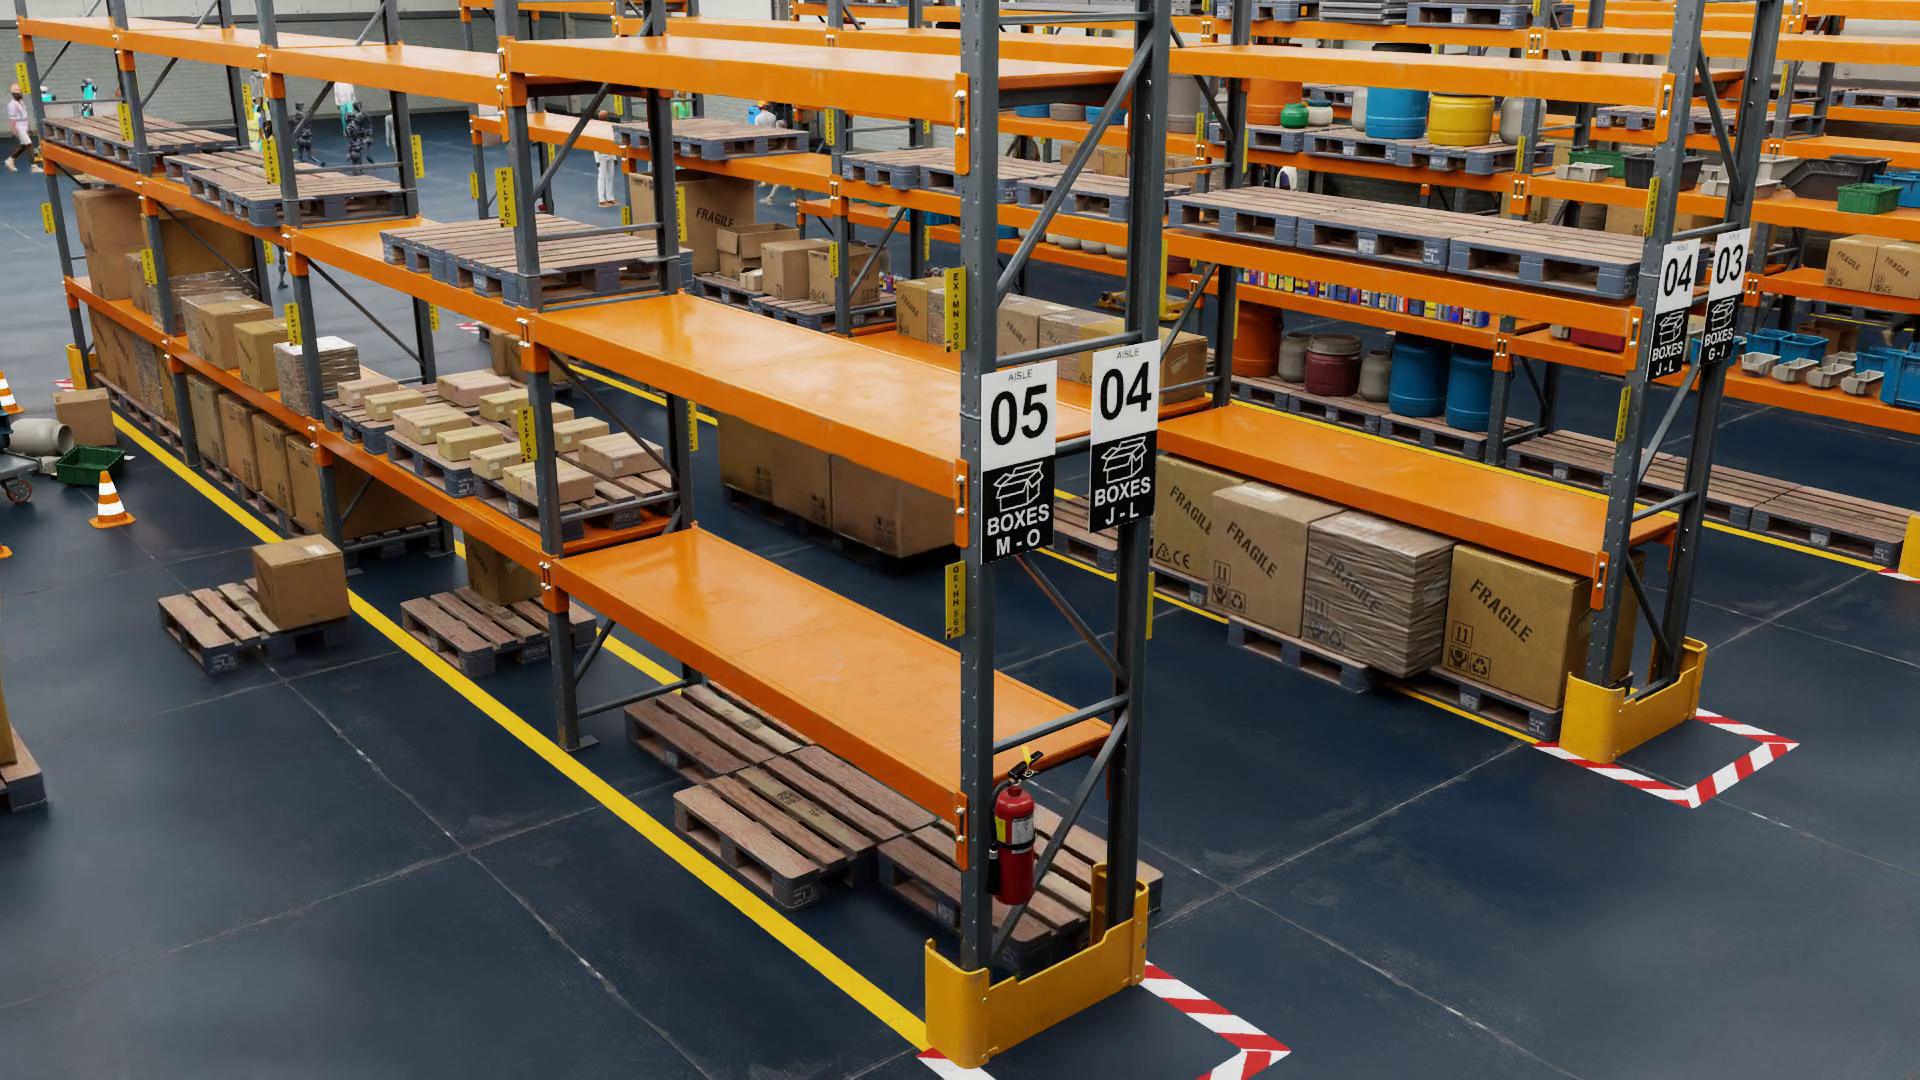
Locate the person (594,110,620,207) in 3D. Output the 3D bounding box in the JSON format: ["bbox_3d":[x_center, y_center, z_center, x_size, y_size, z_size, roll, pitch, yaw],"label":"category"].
[{"bbox_3d":[-7.048,-7.592,33.108,0.337,1.882,0.583,11,22,28],"label":"person"}]

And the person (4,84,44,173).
[{"bbox_3d":[-21.635,-9.440,38.182,0.877,2.015,0.605,-4,20,-11],"label":"person"}]

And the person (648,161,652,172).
[{"bbox_3d":[-5.106,-5.938,28.277,0.367,1.966,0.603,-3,20,-8],"label":"person"}]

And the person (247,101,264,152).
[{"bbox_3d":[-15.300,-8.530,35.814,0.607,1.857,0.666,-7,21,-20],"label":"person"}]

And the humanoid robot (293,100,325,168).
[{"bbox_3d":[-14.988,-9.218,38.074,0.575,1.644,0.609,4,20,12],"label":"humanoid robot"}]

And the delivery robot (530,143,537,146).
[{"bbox_3d":[-11.364,-10.714,43.984,0.499,0.585,0.775,-12,23,-31],"label":"delivery robot"}]

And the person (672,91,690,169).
[{"bbox_3d":[-6.376,-9.412,38.149,0.386,1.977,0.487,12,22,30],"label":"person"}]

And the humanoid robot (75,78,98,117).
[{"bbox_3d":[-22.799,-11.084,43.275,0.539,1.768,0.813,9,21,24],"label":"humanoid robot"}]

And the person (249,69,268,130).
[{"bbox_3d":[-20.024,-12.654,47.528,0.383,1.874,0.510,13,23,32],"label":"person"}]

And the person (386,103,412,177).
[{"bbox_3d":[-12.591,-8.979,37.296,0.560,1.727,0.722,-2,19,-5],"label":"person"}]

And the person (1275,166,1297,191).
[{"bbox_3d":[5.309,-5.474,27.140,0.374,1.840,0.567,7,21,19],"label":"person"}]

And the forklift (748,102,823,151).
[{"bbox_3d":[-4.526,-11.368,42.374,1.129,2.768,1.873,-15,24,-37],"label":"forklift"}]

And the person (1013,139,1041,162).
[{"bbox_3d":[1.335,-7.167,32.127,0.557,1.721,0.872,-11,22,-28],"label":"person"}]

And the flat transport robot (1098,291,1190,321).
[{"bbox_3d":[2.655,-3.298,23.322,0.659,0.231,1.431,-14,24,-34],"label":"flat transport robot"}]

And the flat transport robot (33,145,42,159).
[{"bbox_3d":[-21.869,-9.426,40.763,1.431,0.231,0.659,-5,20,-14],"label":"flat transport robot"}]

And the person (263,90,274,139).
[{"bbox_3d":[-18.573,-11.578,44.744,0.322,1.691,0.531,-7,20,-18],"label":"person"}]

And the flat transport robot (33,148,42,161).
[{"bbox_3d":[-22.495,-9.519,41.027,0.659,0.231,1.431,-10,22,-26],"label":"flat transport robot"}]

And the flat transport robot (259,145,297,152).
[{"bbox_3d":[-17.645,-9.910,42.139,1.431,0.231,0.659,2,19,6],"label":"flat transport robot"}]

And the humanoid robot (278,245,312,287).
[{"bbox_3d":[-10.185,-4.661,25.162,0.588,1.633,0.796,1,19,4],"label":"humanoid robot"}]

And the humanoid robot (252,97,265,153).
[{"bbox_3d":[-15.954,-9.176,37.856,0.937,1.760,0.555,12,23,31],"label":"humanoid robot"}]

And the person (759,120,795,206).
[{"bbox_3d":[-3.558,-7.494,33.111,0.907,1.688,0.497,2,19,5],"label":"person"}]

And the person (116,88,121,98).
[{"bbox_3d":[-21.939,-11.340,43.851,0.616,1.838,0.783,5,20,15],"label":"person"}]

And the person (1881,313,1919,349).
[{"bbox_3d":[11.875,-3.096,20.595,0.542,1.684,0.505,-15,24,-36],"label":"person"}]

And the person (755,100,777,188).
[{"bbox_3d":[-4.182,-8.558,35.856,0.569,1.889,0.389,-11,22,-28],"label":"person"}]

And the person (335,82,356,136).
[{"bbox_3d":[-16.892,-12.023,45.758,0.535,1.869,0.935,-6,20,-18],"label":"person"}]

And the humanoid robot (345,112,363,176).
[{"bbox_3d":[-12.825,-8.296,35.444,0.606,1.632,0.586,-2,19,-6],"label":"humanoid robot"}]

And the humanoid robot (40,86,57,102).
[{"bbox_3d":[-22.432,-10.242,40.856,0.552,1.777,0.748,-13,23,-32],"label":"humanoid robot"}]

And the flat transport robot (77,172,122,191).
[{"bbox_3d":[-17.216,-7.086,34.102,0.659,0.231,1.431,7,20,18],"label":"flat transport robot"}]

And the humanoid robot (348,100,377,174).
[{"bbox_3d":[-13.694,-9.233,38.091,0.616,1.644,0.418,1,19,4],"label":"humanoid robot"}]
